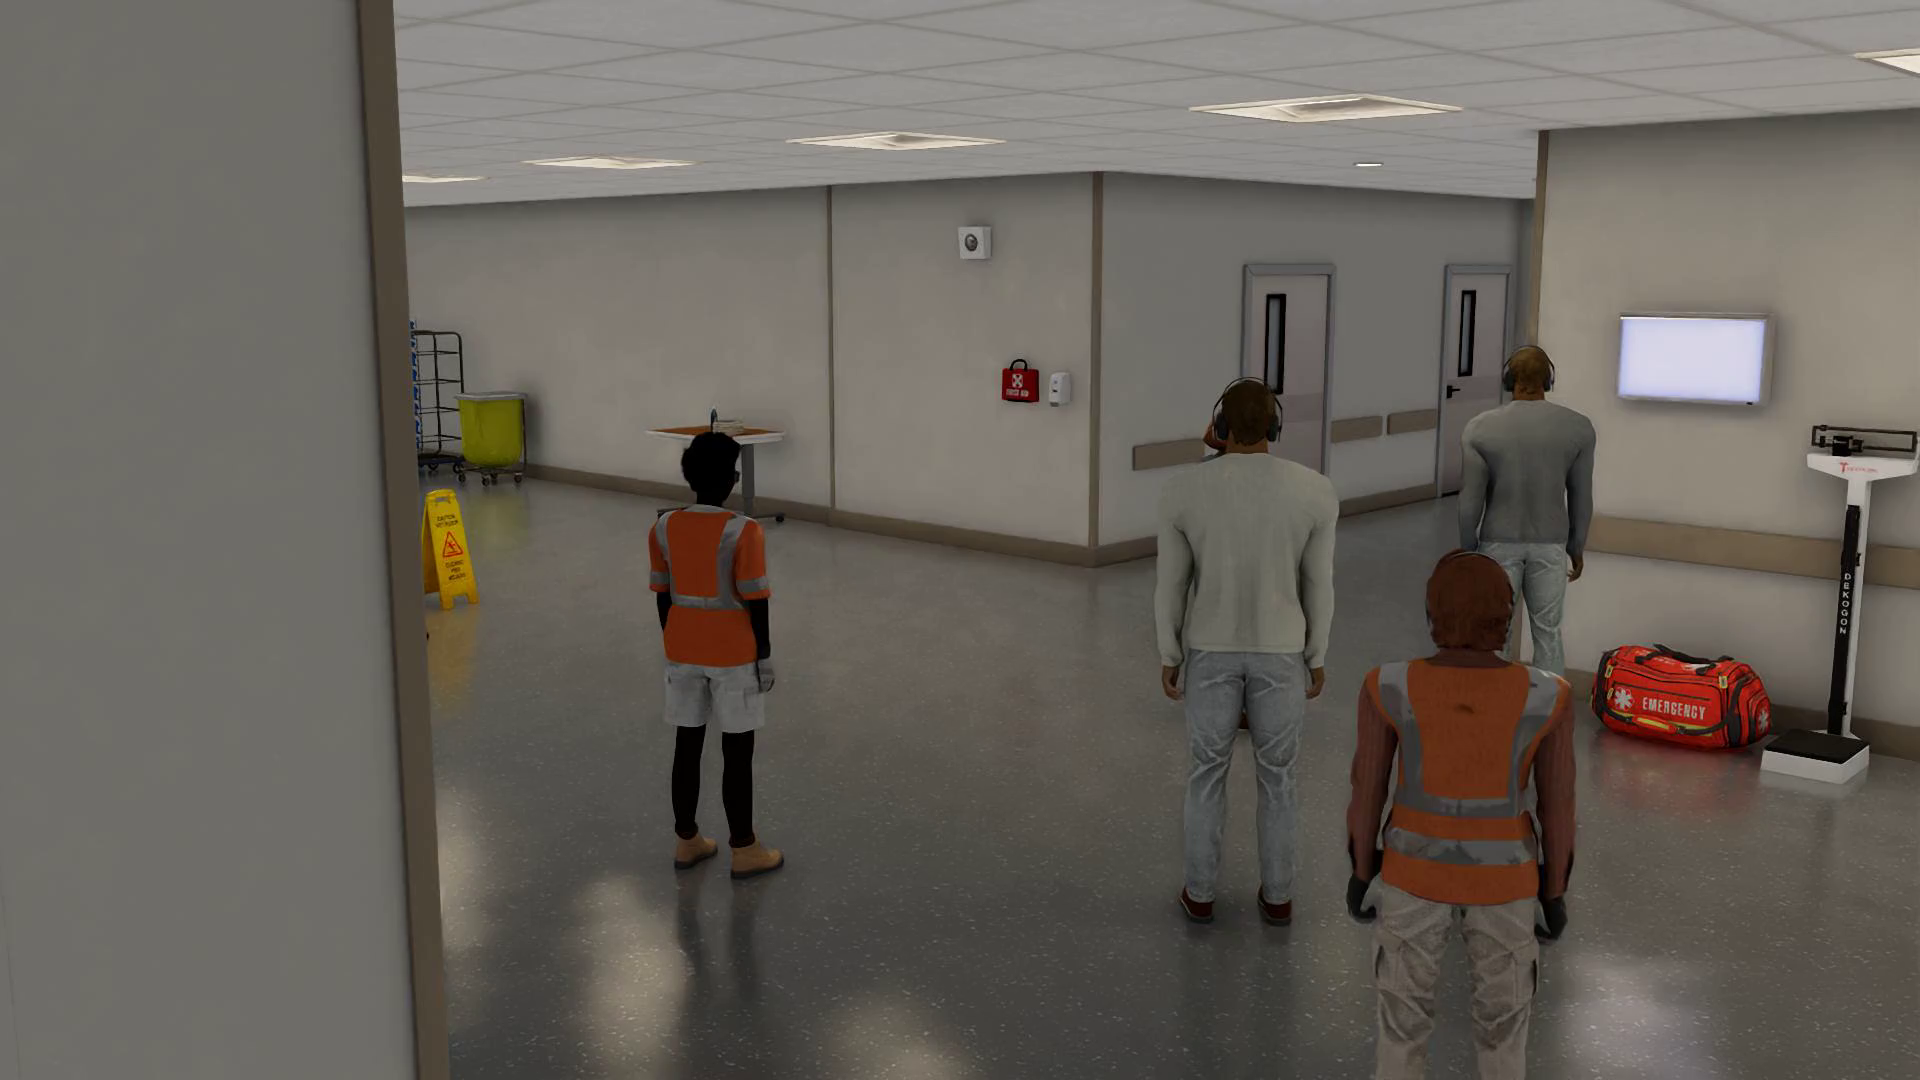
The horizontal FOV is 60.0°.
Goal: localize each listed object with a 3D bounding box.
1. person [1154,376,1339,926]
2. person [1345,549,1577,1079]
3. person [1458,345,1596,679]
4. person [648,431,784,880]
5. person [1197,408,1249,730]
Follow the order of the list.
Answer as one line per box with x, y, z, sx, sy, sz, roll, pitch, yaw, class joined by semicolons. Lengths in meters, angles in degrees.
0.991;0.399;5.827;0.622;1.932;0.371;2;9;10;person
1.202;0.838;4.015;0.529;1.635;0.311;2;10;14;person
2.714;0.033;8.039;0.627;1.935;0.373;2;9;9;person
-0.924;0.435;6.292;0.532;1.698;0.319;5;10;28;person
1.334;0.132;8.346;0.283;1.633;0.501;-5;10;-26;person
